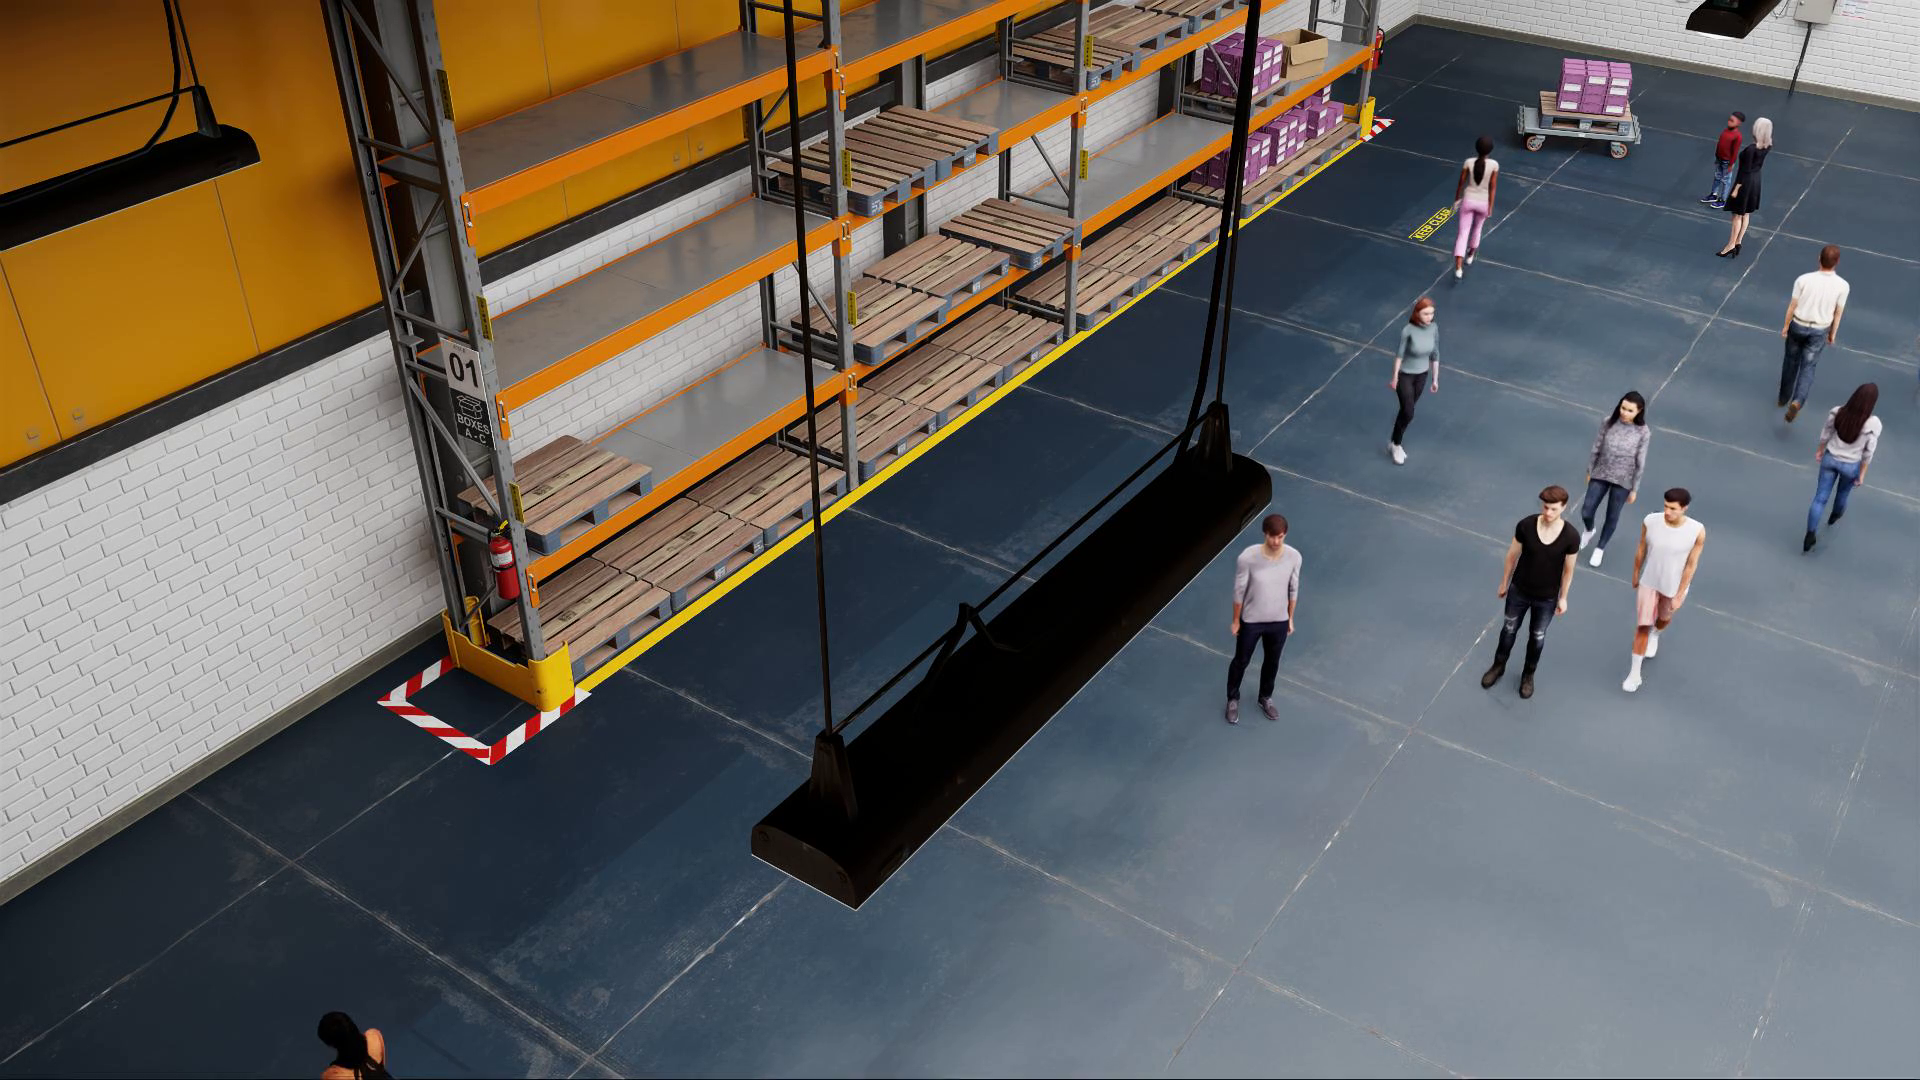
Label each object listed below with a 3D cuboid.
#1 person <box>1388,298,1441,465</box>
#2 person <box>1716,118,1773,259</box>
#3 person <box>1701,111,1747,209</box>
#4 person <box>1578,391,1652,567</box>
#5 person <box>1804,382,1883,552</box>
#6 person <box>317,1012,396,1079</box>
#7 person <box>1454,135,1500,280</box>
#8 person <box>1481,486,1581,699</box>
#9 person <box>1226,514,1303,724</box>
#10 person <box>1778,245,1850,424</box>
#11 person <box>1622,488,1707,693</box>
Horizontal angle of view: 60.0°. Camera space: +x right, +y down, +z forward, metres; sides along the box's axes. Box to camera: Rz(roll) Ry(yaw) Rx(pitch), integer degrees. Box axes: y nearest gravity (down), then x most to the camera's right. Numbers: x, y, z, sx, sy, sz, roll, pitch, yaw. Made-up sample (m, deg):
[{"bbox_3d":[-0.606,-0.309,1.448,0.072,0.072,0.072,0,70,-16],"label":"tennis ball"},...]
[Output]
[{"bbox_3d":[4.360,-1.599,16.206,0.691,1.732,0.762,-13,36,-18],"label":"person"},{"bbox_3d":[9.559,-4.290,20.241,0.595,1.746,0.728,-24,40,-31],"label":"person"},{"bbox_3d":[10.029,-4.993,21.741,0.633,1.255,0.578,-7,34,-11],"label":"person"},{"bbox_3d":[5.799,-0.582,14.686,0.638,1.720,0.625,19,38,26],"label":"person"},{"bbox_3d":[7.846,-0.623,14.872,0.668,1.582,1.035,24,40,31],"label":"person"},{"bbox_3d":[-3.153,3.184,9.103,0.660,1.627,1.020,23,40,30],"label":"person"},{"bbox_3d":[6.073,-3.903,19.703,0.864,1.696,1.243,9,35,14],"label":"person"},{"bbox_3d":[4.522,0.382,13.077,0.711,1.895,0.587,16,37,22],"label":"person"},{"bbox_3d":[2.334,0.587,12.815,0.731,1.844,0.772,-3,34,-5],"label":"person"},{"bbox_3d":[8.562,-2.060,16.810,0.811,1.829,1.162,13,36,19],"label":"person"},{"bbox_3d":[5.673,0.314,13.330,0.707,1.728,1.160,18,37,25],"label":"person"}]
